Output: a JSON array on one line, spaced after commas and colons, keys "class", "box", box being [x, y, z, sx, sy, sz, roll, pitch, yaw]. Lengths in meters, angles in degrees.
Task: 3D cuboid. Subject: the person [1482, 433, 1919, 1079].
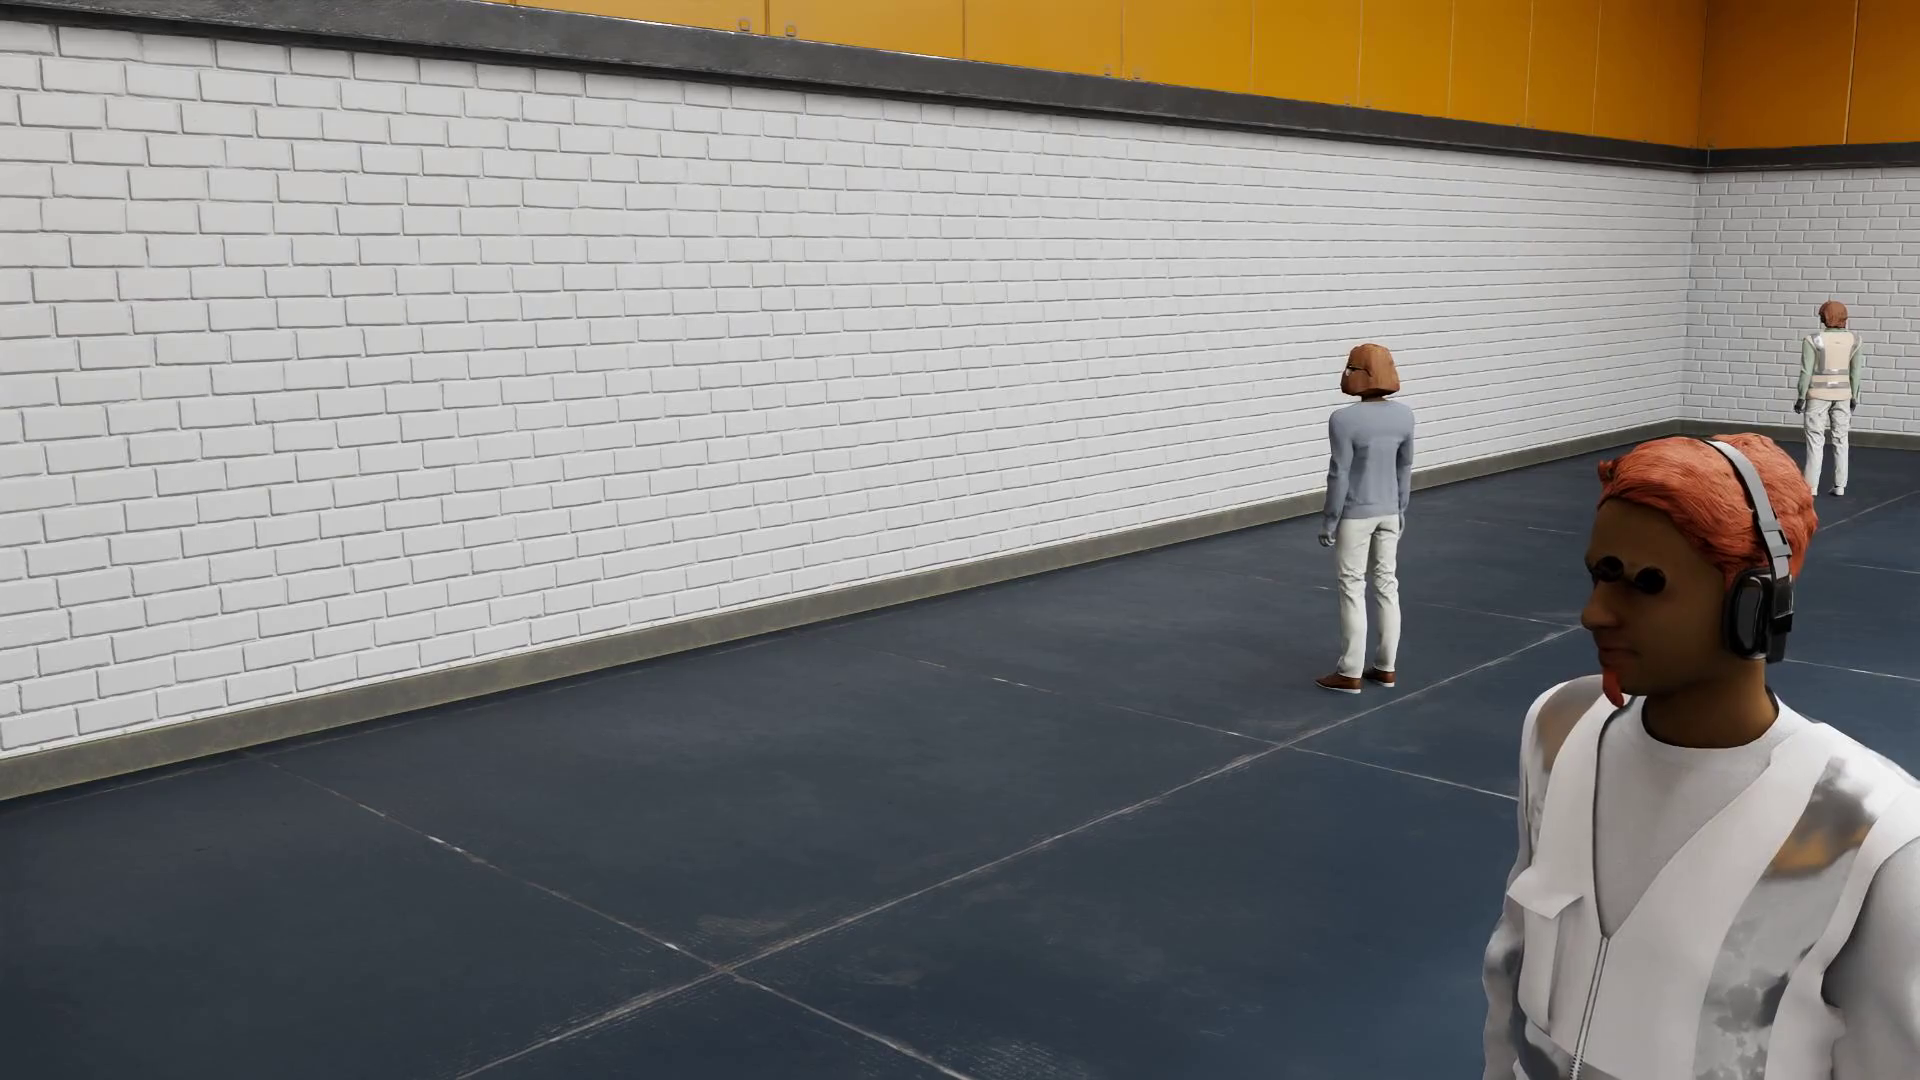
[{"class": "person", "box": [0.797, 0.815, 1.887, 0.337, 1.882, 0.584, -4, 11, -23]}]

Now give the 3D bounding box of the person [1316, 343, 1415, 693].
[{"class": "person", "box": [1.898, -0.100, 7.796, 0.507, 1.636, 0.274, -6, 11, -29]}]

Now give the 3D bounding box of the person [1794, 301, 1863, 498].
[{"class": "person", "box": [7.232, -1.167, 13.870, 0.523, 1.638, 0.311, 0, 10, -2]}]
